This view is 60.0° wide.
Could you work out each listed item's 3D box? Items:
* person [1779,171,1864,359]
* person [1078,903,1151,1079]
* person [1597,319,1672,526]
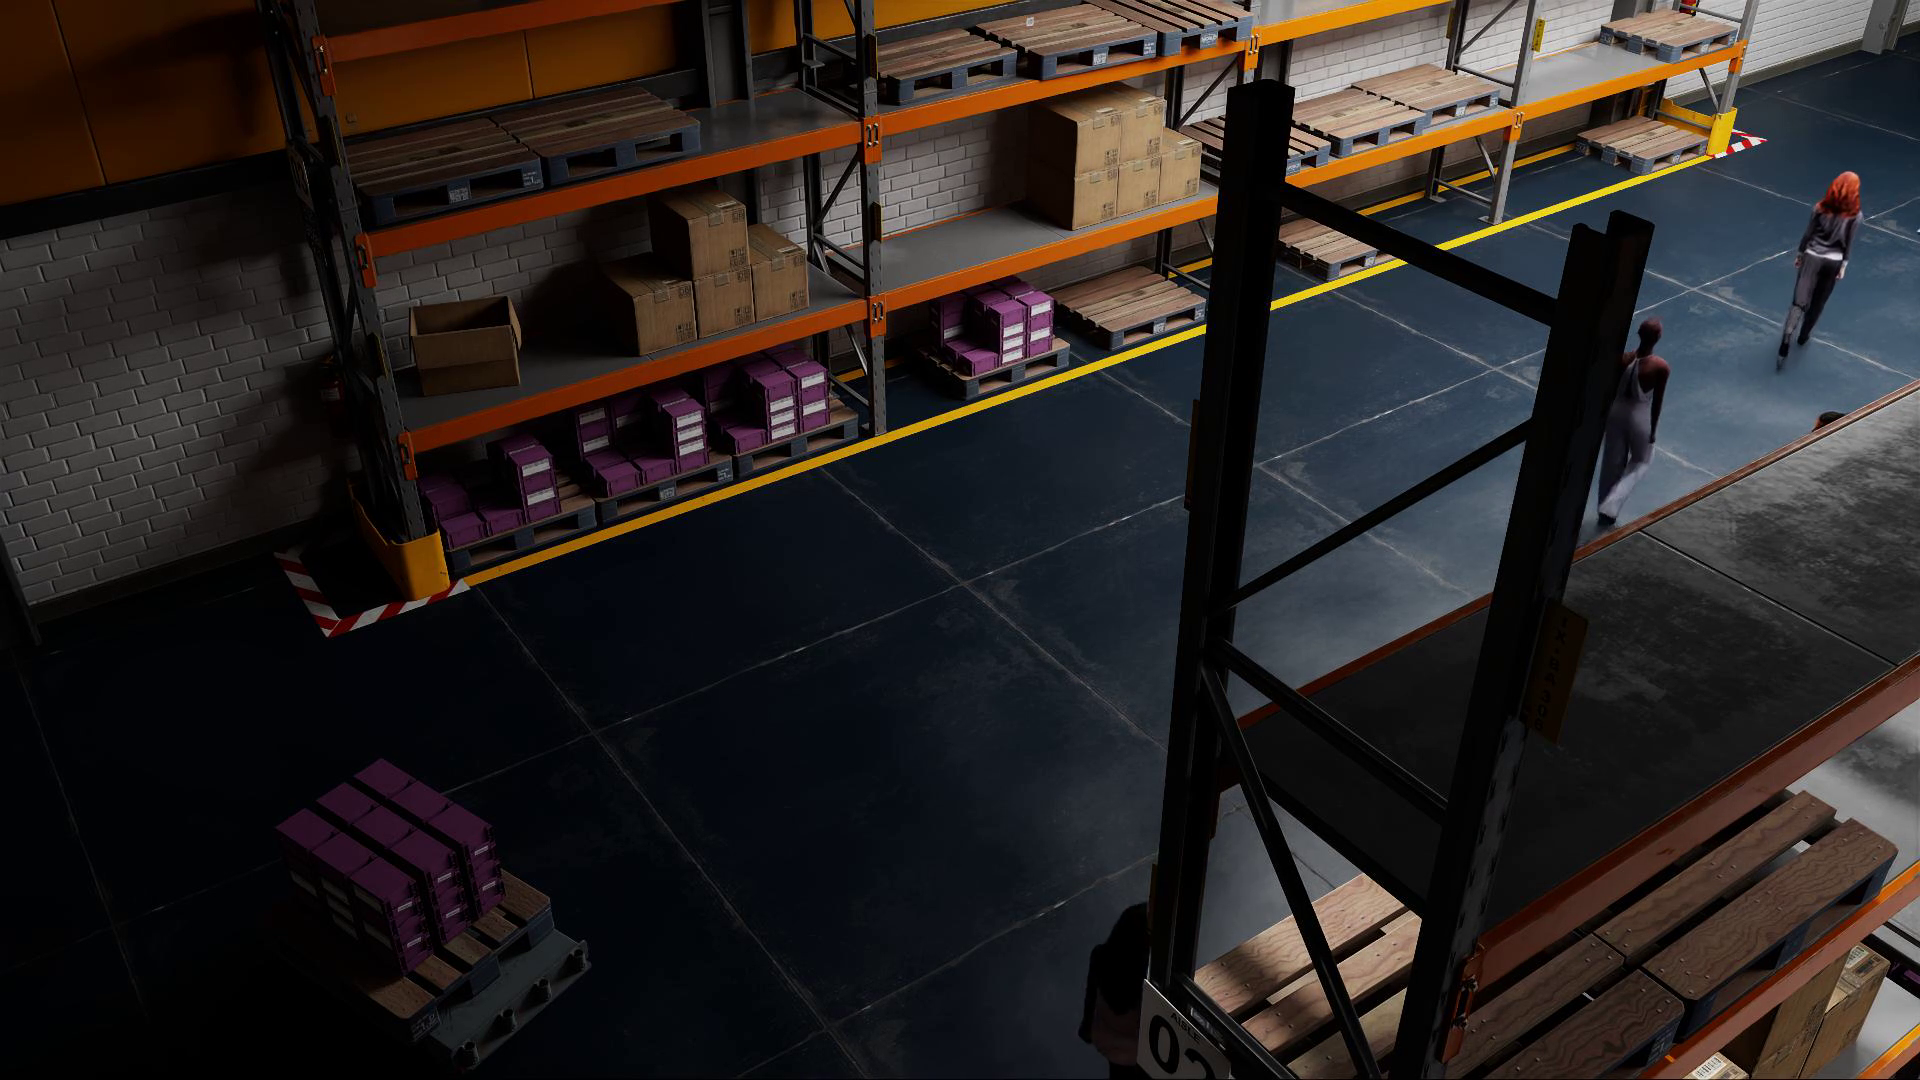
[{"bbox_3d":[7.793,-2.463,15.086,0.848,1.752,1.136,20,39,27],"label":"person"},{"bbox_3d":[0.714,2.406,7.827,0.677,1.678,0.909,28,42,35],"label":"person"},{"bbox_3d":[5.037,-0.831,12.611,0.669,1.774,0.771,28,43,35],"label":"person"}]
